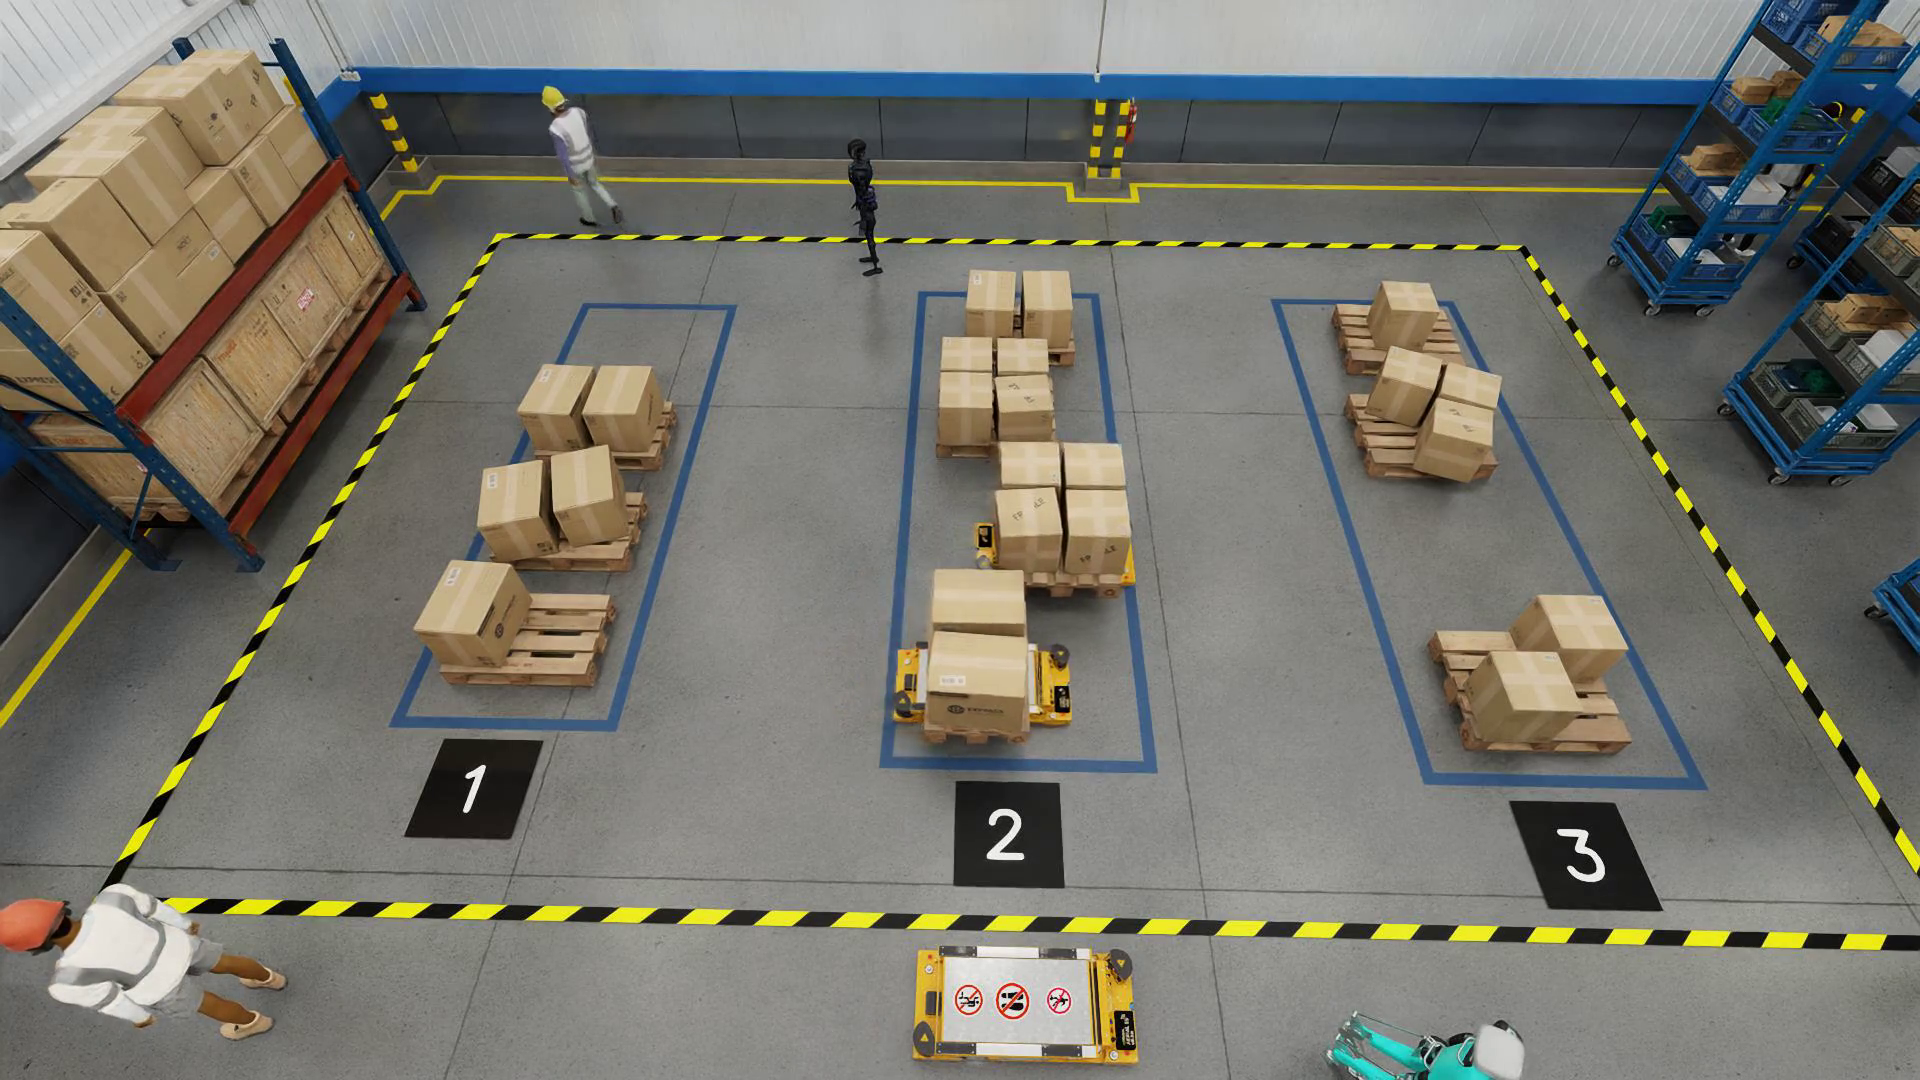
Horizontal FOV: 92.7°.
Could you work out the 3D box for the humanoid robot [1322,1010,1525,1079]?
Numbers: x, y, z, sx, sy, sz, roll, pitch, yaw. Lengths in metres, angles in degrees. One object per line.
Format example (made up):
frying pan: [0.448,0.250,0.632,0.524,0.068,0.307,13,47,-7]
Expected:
humanoid robot: [2.439,2.859,5.123,0.533,1.674,0.735,-36,59,-26]

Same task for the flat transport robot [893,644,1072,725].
flat transport robot: [0.189,1.168,7.516,1.431,0.197,0.652,1,51,1]

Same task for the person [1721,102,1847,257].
person: [9.828,-4.295,10.954,0.329,1.872,0.507,-14,52,-11]

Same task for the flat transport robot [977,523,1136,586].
flat transport robot: [0.869,0.093,8.392,1.431,0.197,0.652,1,51,1]

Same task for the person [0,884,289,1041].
person: [-4.678,2.483,5.320,0.383,2.041,0.605,-2,51,-1]

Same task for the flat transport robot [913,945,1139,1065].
flat transport robot: [0.422,3.041,6.007,1.431,0.231,0.659,1,51,1]

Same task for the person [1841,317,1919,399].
person: [9.632,-2.146,9.202,0.517,1.873,0.336,6,51,5]

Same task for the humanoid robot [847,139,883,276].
humanoid robot: [-1.125,-3.892,10.741,0.315,1.655,0.599,-7,51,-6]

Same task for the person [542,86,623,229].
person: [-4.672,-4.663,11.288,0.582,1.814,0.603,22,54,17]
